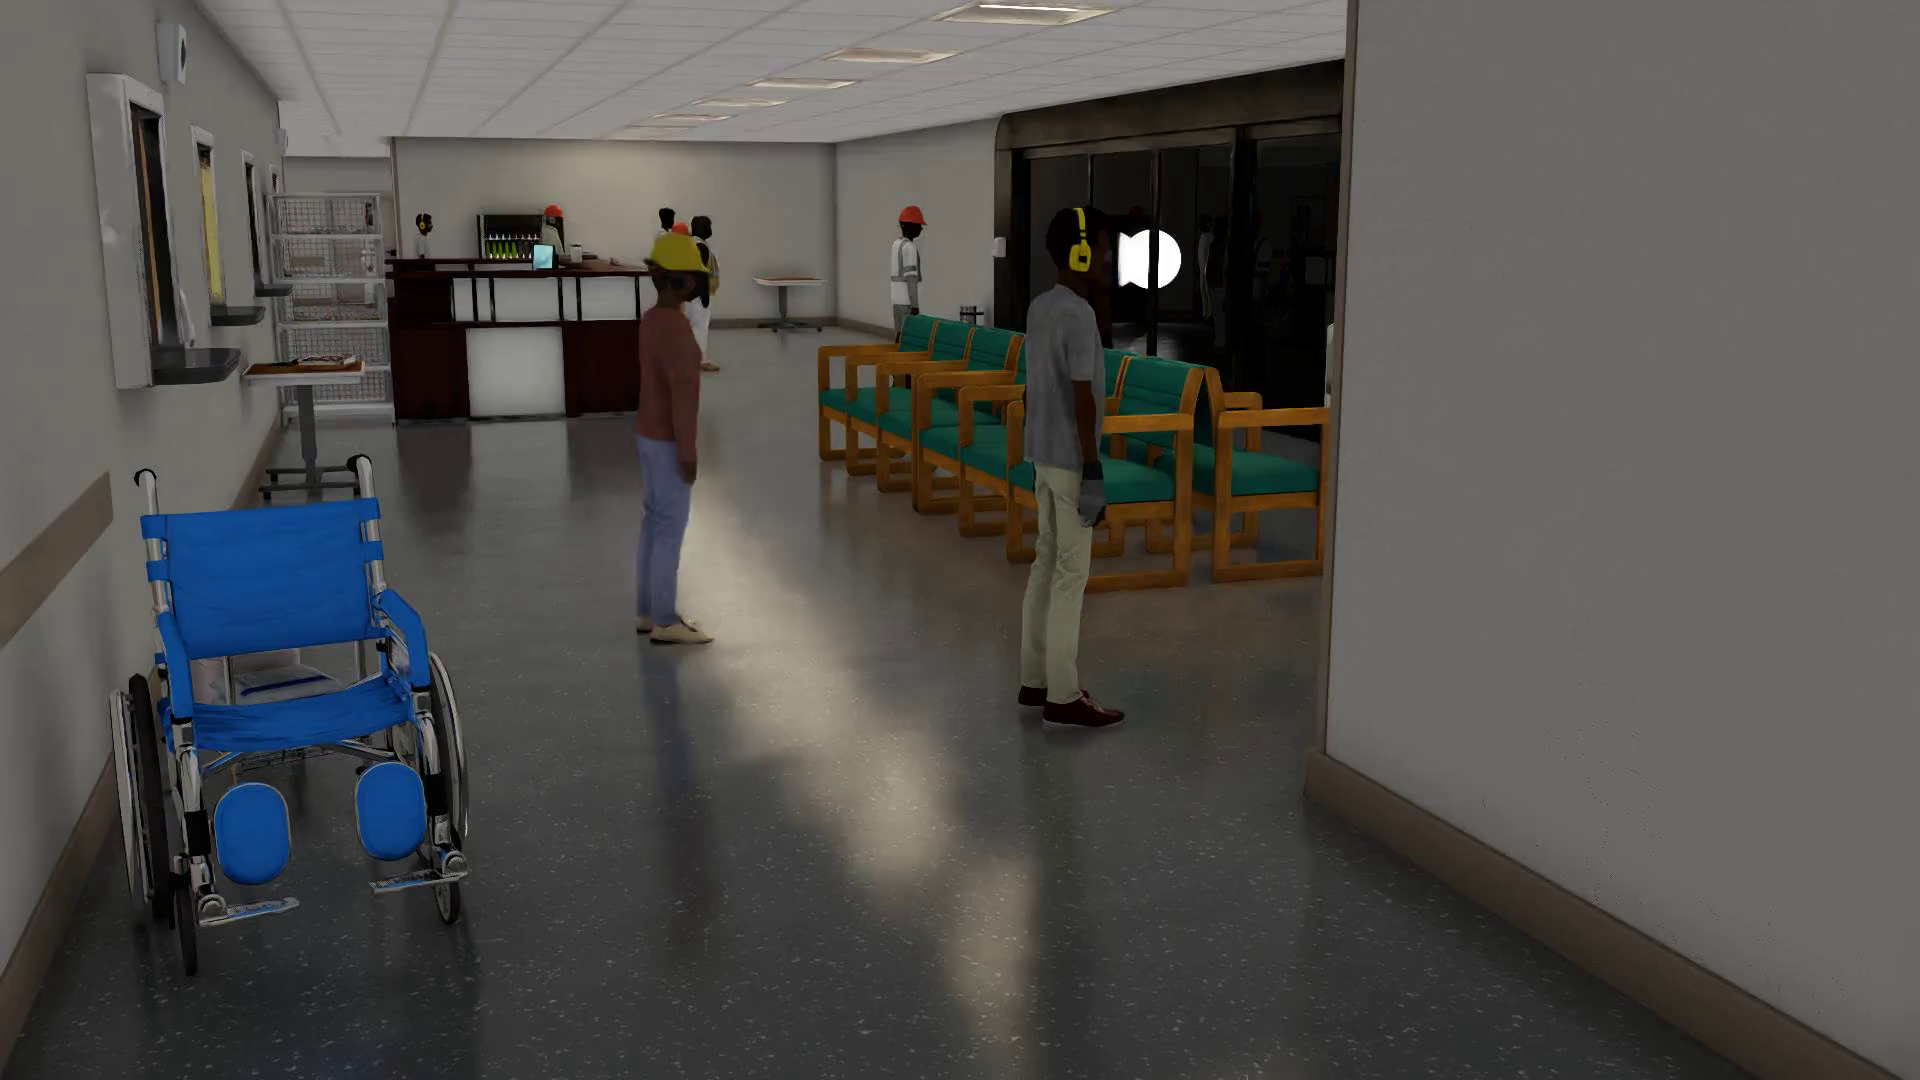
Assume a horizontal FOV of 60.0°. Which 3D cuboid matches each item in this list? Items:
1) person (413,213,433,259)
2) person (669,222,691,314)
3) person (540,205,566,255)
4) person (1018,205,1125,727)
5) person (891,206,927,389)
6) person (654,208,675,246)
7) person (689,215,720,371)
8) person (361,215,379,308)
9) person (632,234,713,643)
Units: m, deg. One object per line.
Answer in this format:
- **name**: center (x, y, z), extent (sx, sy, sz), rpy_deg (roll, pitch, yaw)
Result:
- **person**: center (-7.922, -3.889, 24.645), extent (0.310, 1.868, 0.533), rpy_deg (-4, 12, -19)
- **person**: center (-3.879, -3.500, 22.993), extent (0.389, 1.742, 0.583), rpy_deg (-5, 12, -26)
- **person**: center (-5.912, -3.878, 24.263), extent (0.396, 1.992, 0.622), rpy_deg (-4, 12, -19)
- **person**: center (0.394, -0.260, 6.023), extent (0.310, 1.868, 0.533), rpy_deg (-4, 12, -19)
- **person**: center (-0.519, -2.484, 17.266), extent (0.378, 1.932, 0.551), rpy_deg (-4, 12, -19)
- **person**: center (-4.613, -4.223, 26.108), extent (0.368, 1.961, 0.613), rpy_deg (-4, 12, -19)
- **person**: center (-3.076, -2.936, 19.824), extent (0.429, 1.841, 0.633), rpy_deg (-4, 12, -19)
- **person**: center (-11.783, -5.562, 33.232), extent (0.385, 1.877, 0.610), rpy_deg (-2, 11, -10)
- **person**: center (-1.238, -0.431, 7.227), extent (0.380, 1.752, 0.569), rpy_deg (-5, 12, -25)
